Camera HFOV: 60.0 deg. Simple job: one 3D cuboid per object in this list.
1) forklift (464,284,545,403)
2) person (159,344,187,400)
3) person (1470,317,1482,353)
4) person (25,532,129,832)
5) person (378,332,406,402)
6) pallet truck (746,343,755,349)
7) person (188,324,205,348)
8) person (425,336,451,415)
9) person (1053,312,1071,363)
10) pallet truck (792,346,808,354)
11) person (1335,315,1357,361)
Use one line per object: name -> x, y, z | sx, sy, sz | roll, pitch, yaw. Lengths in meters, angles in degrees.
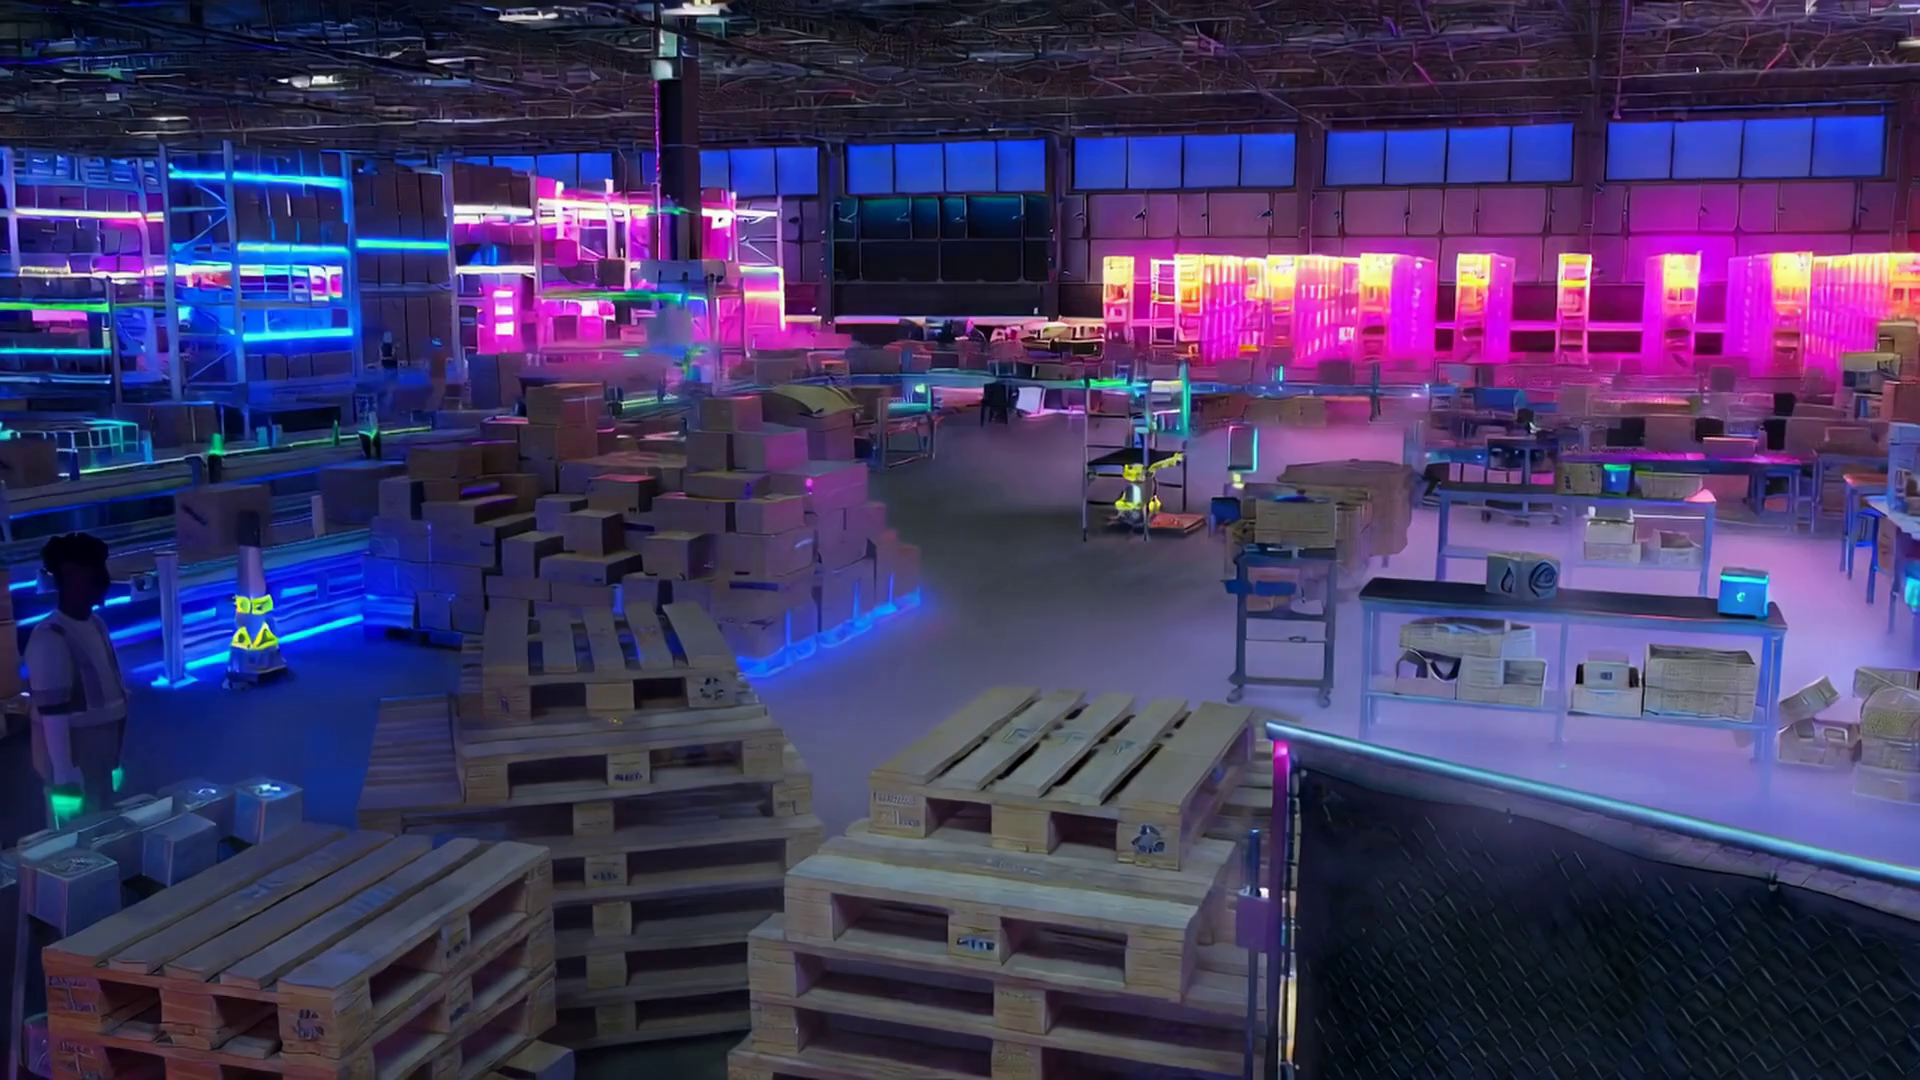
forklift -> -10.832, -4.702, 39.610 | 1.129, 2.768, 1.873 | 3, 10, 20
person -> -14.424, -2.688, 30.381 | 0.588, 1.777, 0.938 | 2, 9, 15
person -> 15.858, -5.969, 50.962 | 0.955, 1.797, 0.594 | 5, 10, 26
person -> -3.732, 0.934, 7.087 | 0.368, 1.965, 0.609 | -2, 9, -12
person -> -13.706, -4.175, 40.071 | 0.545, 1.658, 0.848 | 2, 9, 10
pallet truck -> -6.183, -4.618, 44.264 | 1.601, 1.201, 0.680 | -9, 12, -43
person -> -22.817, -5.824, 49.636 | 0.658, 1.924, 0.444 | 6, 11, 31
person -> -11.134, -3.467, 35.393 | 0.530, 1.754, 0.457 | 4, 10, 25
person -> 3.273, -6.446, 53.850 | 0.612, 1.829, 0.403 | 2, 9, 14
pallet truck -> -3.705, -4.298, 42.022 | 0.653, 1.274, 1.630 | 3, 10, 20
person -> 10.613, -5.193, 45.636 | 0.631, 1.936, 0.430 | 2, 9, 13
